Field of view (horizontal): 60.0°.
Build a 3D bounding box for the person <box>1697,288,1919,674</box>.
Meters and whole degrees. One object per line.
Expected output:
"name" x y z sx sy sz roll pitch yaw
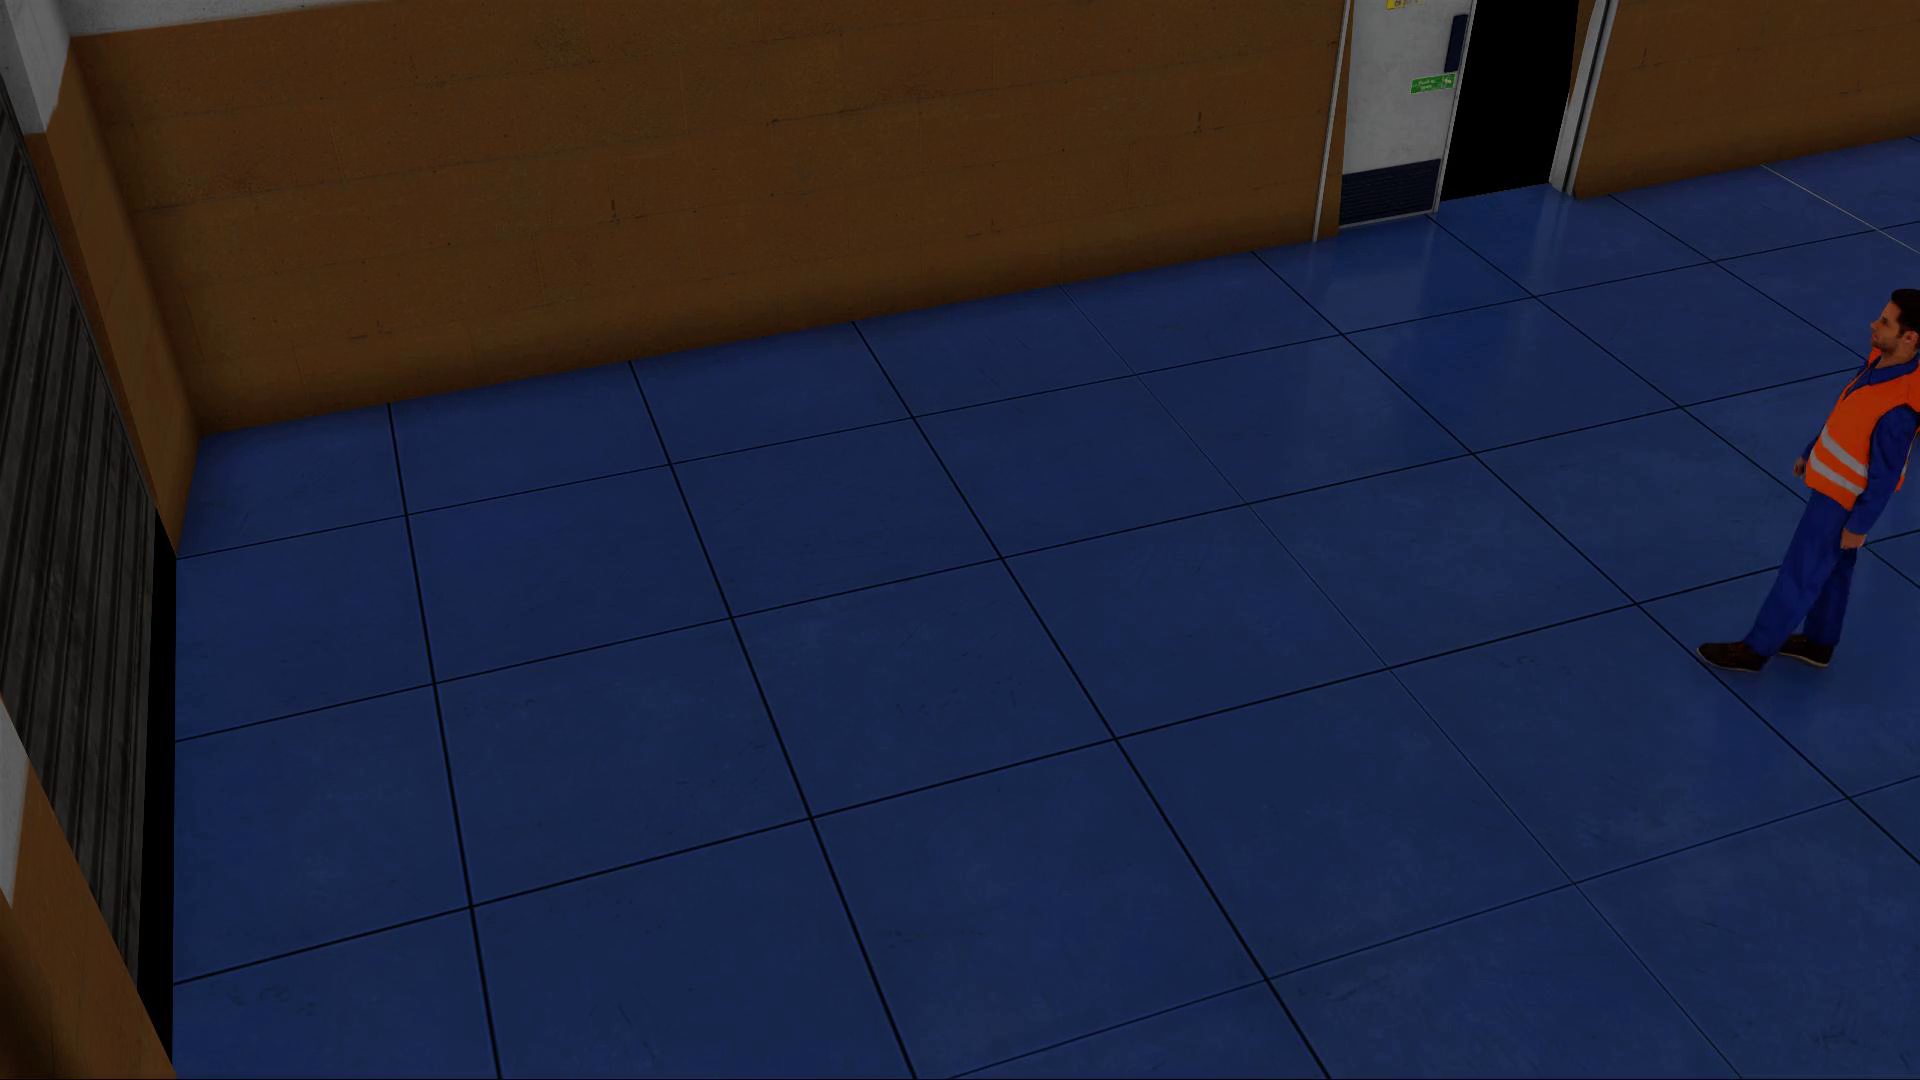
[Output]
"person" 3.706 -0.187 6.846 0.985 1.864 0.931 11 38 14
